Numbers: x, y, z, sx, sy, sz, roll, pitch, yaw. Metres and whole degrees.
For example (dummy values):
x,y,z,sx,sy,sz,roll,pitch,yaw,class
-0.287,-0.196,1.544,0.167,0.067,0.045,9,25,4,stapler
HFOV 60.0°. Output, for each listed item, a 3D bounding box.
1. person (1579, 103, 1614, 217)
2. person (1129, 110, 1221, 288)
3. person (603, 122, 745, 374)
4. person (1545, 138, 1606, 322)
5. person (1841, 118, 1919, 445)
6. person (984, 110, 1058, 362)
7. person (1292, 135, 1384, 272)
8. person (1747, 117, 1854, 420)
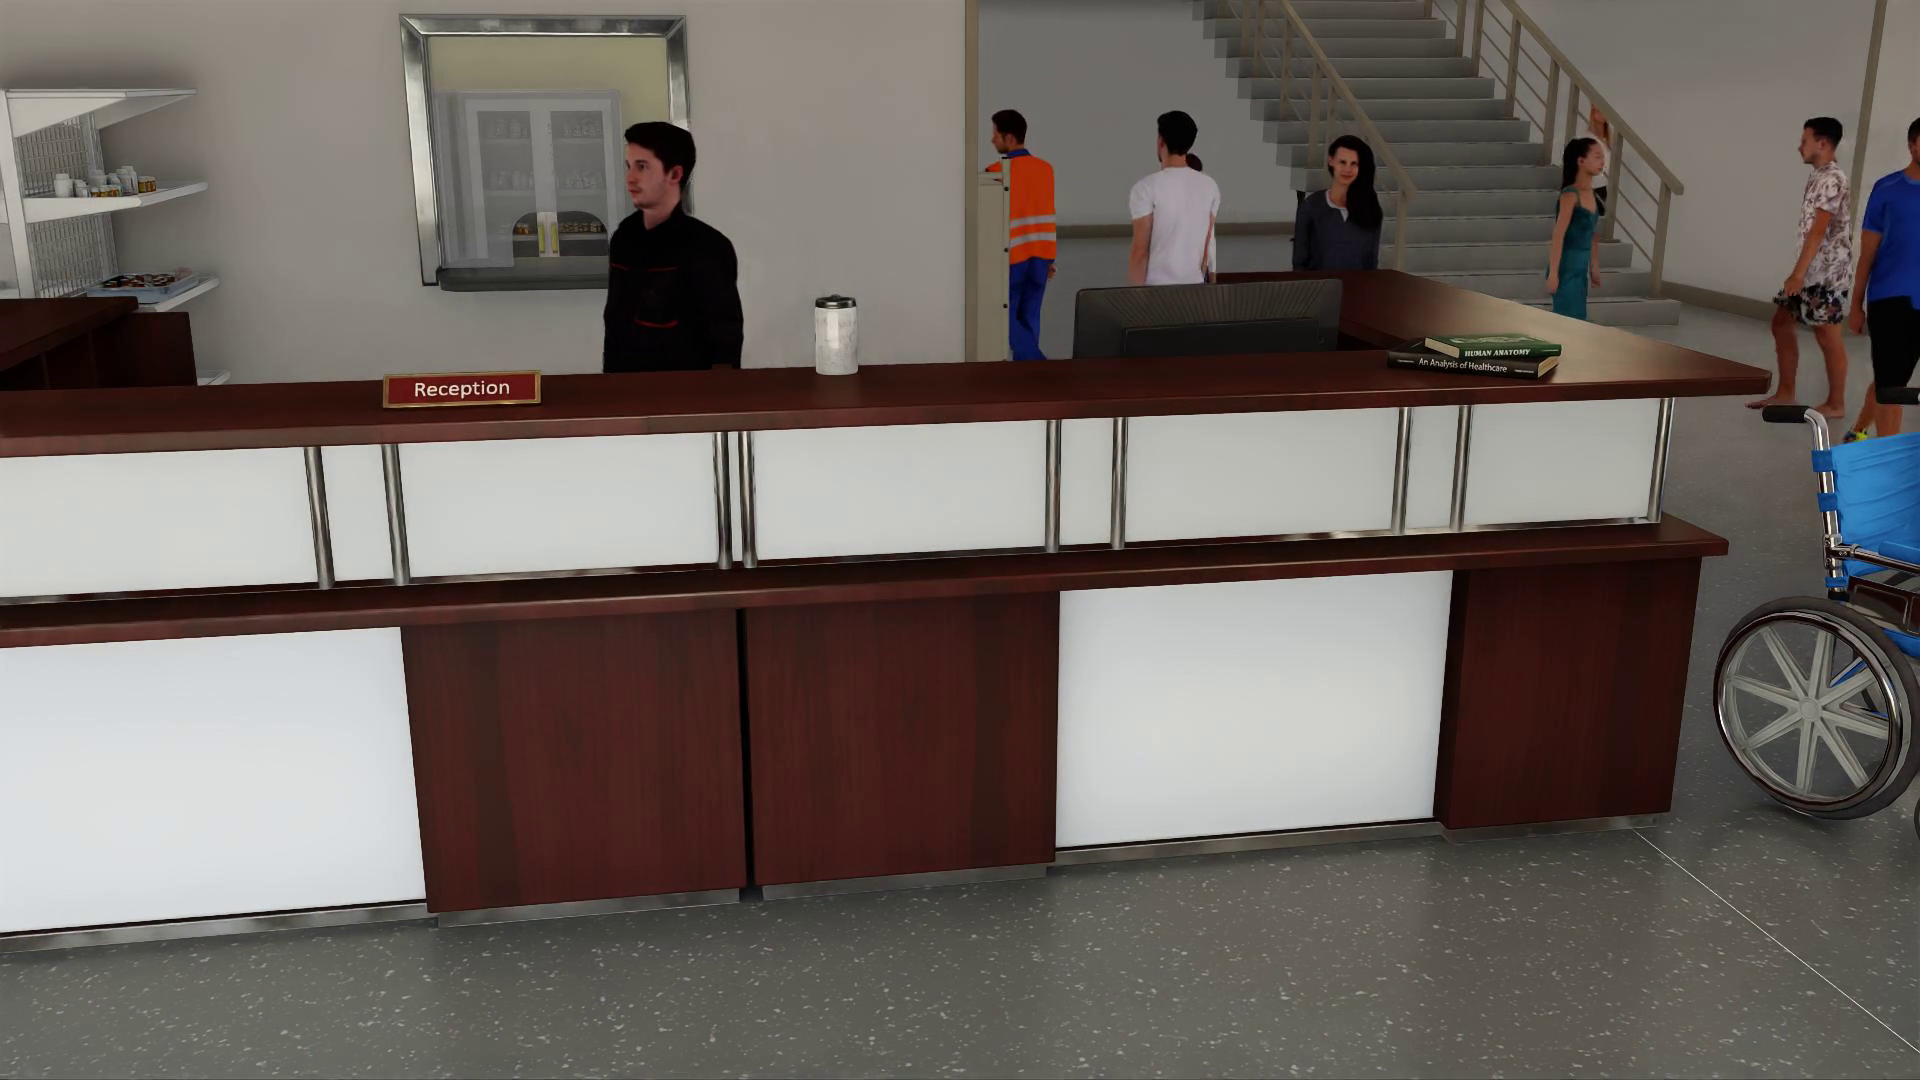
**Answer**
x,y,z,sx,sy,sz,roll,pitch,yaw,class
6.121,-3.377,16.322,0.720,1.774,1.194,-5,16,-16,person
1.087,-1.153,8.251,0.720,1.873,0.667,-6,17,-22,person
-0.915,-0.337,5.262,0.775,1.924,0.836,11,19,34,person
3.671,-1.612,10.244,0.775,1.674,0.722,11,19,35,person
4.772,-1.194,8.486,0.855,1.824,1.291,2,16,6,person
0.400,-1.659,10.114,0.919,1.835,1.140,-7,17,-23,person
1.900,-1.167,8.488,0.615,1.771,0.526,-2,16,-6,person
5.303,-1.619,10.055,0.932,1.791,0.868,4,16,13,person
